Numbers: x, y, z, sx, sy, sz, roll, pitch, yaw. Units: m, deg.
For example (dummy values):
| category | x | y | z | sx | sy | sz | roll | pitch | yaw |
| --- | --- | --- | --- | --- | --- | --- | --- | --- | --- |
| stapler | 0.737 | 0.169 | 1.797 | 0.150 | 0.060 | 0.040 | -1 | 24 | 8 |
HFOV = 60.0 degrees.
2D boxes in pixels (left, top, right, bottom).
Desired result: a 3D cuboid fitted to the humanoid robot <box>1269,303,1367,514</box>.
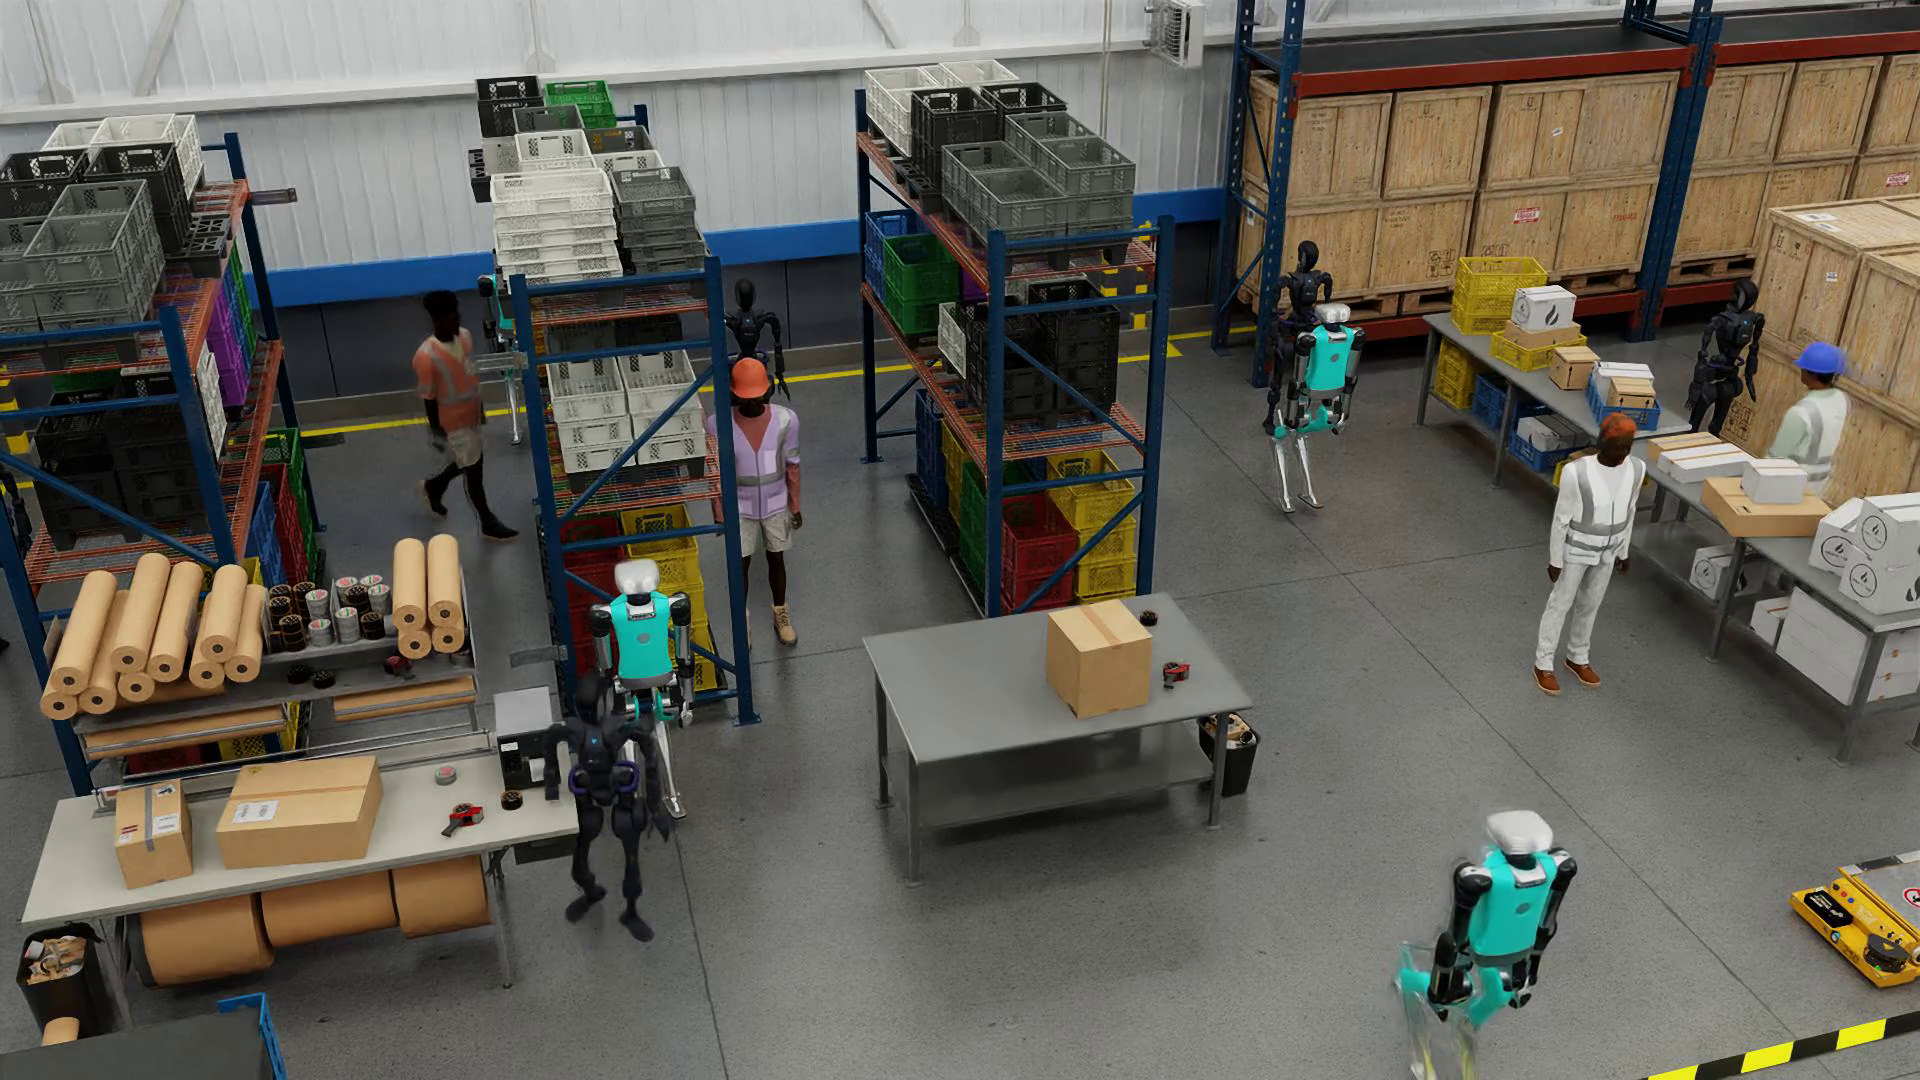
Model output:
| category | x | y | z | sx | sy | sz | roll | pitch | yaw |
| --- | --- | --- | --- | --- | --- | --- | --- | --- | --- |
| humanoid robot | 2.583 | -1.040 | 12.390 | 0.533 | 1.677 | 0.735 | -8 | 30 | -14 |

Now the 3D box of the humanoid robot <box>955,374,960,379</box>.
| category | x | y | z | sx | sy | sz | roll | pitch | yaw |
| --- | --- | --- | --- | --- | --- | --- | --- | --- | --- |
| humanoid robot | 0.132 | -1.957 | 14.057 | 0.533 | 1.677 | 0.735 | -8 | 30 | -14 |

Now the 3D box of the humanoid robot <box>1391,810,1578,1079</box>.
| category | x | y | z | sx | sy | sz | roll | pitch | yaw |
| --- | --- | --- | --- | --- | --- | --- | --- | --- | --- |
| humanoid robot | 2.206 | 1.854 | 7.343 | 0.540 | 1.860 | 0.745 | -8 | 30 | -13 |

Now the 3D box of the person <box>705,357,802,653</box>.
| category | x | y | z | sx | sy | sz | roll | pitch | yaw |
| --- | --- | --- | --- | --- | --- | --- | --- | --- | --- |
| person | -1.306 | -0.222 | 10.726 | 0.607 | 2.044 | 0.367 | -8 | 30 | -14 |

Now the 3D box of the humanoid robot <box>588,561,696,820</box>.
| category | x | y | z | sx | sy | sz | roll | pitch | yaw |
| --- | --- | --- | --- | --- | --- | --- | --- | --- | --- |
| humanoid robot | -1.729 | 0.771 | 9.098 | 0.533 | 1.675 | 0.735 | -8 | 30 | -14 |

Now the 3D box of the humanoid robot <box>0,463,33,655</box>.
| category | x | y | z | sx | sy | sz | roll | pitch | yaw |
| --- | --- | --- | --- | --- | --- | --- | --- | --- | --- |
| humanoid robot | -6.224 | 0.017 | 10.653 | 0.599 | 1.657 | 0.315 | -8 | 30 | -14 |

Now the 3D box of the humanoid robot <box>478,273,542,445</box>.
| category | x | y | z | sx | sy | sz | roll | pitch | yaw |
| --- | --- | --- | --- | --- | --- | --- | --- | --- | --- |
| humanoid robot | -3.556 | -1.615 | 13.436 | 0.533 | 1.677 | 0.735 | -8 | 30 | -14 |

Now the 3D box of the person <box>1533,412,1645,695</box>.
| category | x | y | z | sx | sy | sz | roll | pitch | yaw |
| --- | --- | --- | --- | --- | --- | --- | --- | --- | --- |
| person | 3.912 | 0.086 | 10.330 | 0.574 | 1.882 | 0.356 | -8 | 30 | -14 |

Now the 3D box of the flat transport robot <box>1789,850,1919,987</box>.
| category | x | y | z | sx | sy | sz | roll | pitch | yaw |
| --- | --- | --- | --- | --- | --- | --- | --- | --- | --- |
| flat transport robot | 5.163 | 1.916 | 8.676 | 1.431 | 0.231 | 0.659 | -8 | 30 | -14 |

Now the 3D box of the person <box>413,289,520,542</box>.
| category | x | y | z | sx | sy | sz | roll | pitch | yaw |
| --- | --- | --- | --- | --- | --- | --- | --- | --- | --- |
| person | -3.696 | -0.919 | 12.105 | 0.819 | 1.942 | 0.604 | 9 | 30 | 15 |

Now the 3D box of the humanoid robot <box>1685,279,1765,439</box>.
| category | x | y | z | sx | sy | sz | roll | pitch | yaw |
| --- | --- | --- | --- | --- | --- | --- | --- | --- | --- |
| humanoid robot | 5.925 | -1.238 | 12.938 | 0.599 | 1.656 | 0.315 | -8 | 30 | -14 |

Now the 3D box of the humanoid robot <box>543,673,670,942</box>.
| category | x | y | z | sx | sy | sz | roll | pitch | yaw |
| --- | --- | --- | --- | --- | --- | --- | --- | --- | --- |
| humanoid robot | -1.772 | 1.313 | 8.318 | 0.613 | 1.643 | 0.472 | -3 | 29 | -5 |

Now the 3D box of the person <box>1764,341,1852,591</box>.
| category | x | y | z | sx | sy | sz | roll | pitch | yaw |
| --- | --- | --- | --- | --- | --- | --- | --- | --- | --- |
| person | 5.583 | -0.409 | 11.173 | 0.630 | 1.932 | 0.446 | -22 | 35 | -34 |

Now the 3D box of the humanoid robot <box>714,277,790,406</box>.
| category | x | y | z | sx | sy | sz | roll | pitch | yaw |
| --- | --- | --- | --- | --- | --- | --- | --- | --- | --- |
| humanoid robot | -1.635 | -1.255 | 12.968 | 0.599 | 1.656 | 0.315 | -8 | 30 | -14 |

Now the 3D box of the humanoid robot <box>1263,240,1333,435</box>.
| category | x | y | z | sx | sy | sz | roll | pitch | yaw |
| --- | --- | --- | --- | --- | --- | --- | --- | --- | --- |
| humanoid robot | 2.792 | -1.675 | 13.733 | 0.599 | 1.656 | 0.315 | -8 | 30 | -14 |
